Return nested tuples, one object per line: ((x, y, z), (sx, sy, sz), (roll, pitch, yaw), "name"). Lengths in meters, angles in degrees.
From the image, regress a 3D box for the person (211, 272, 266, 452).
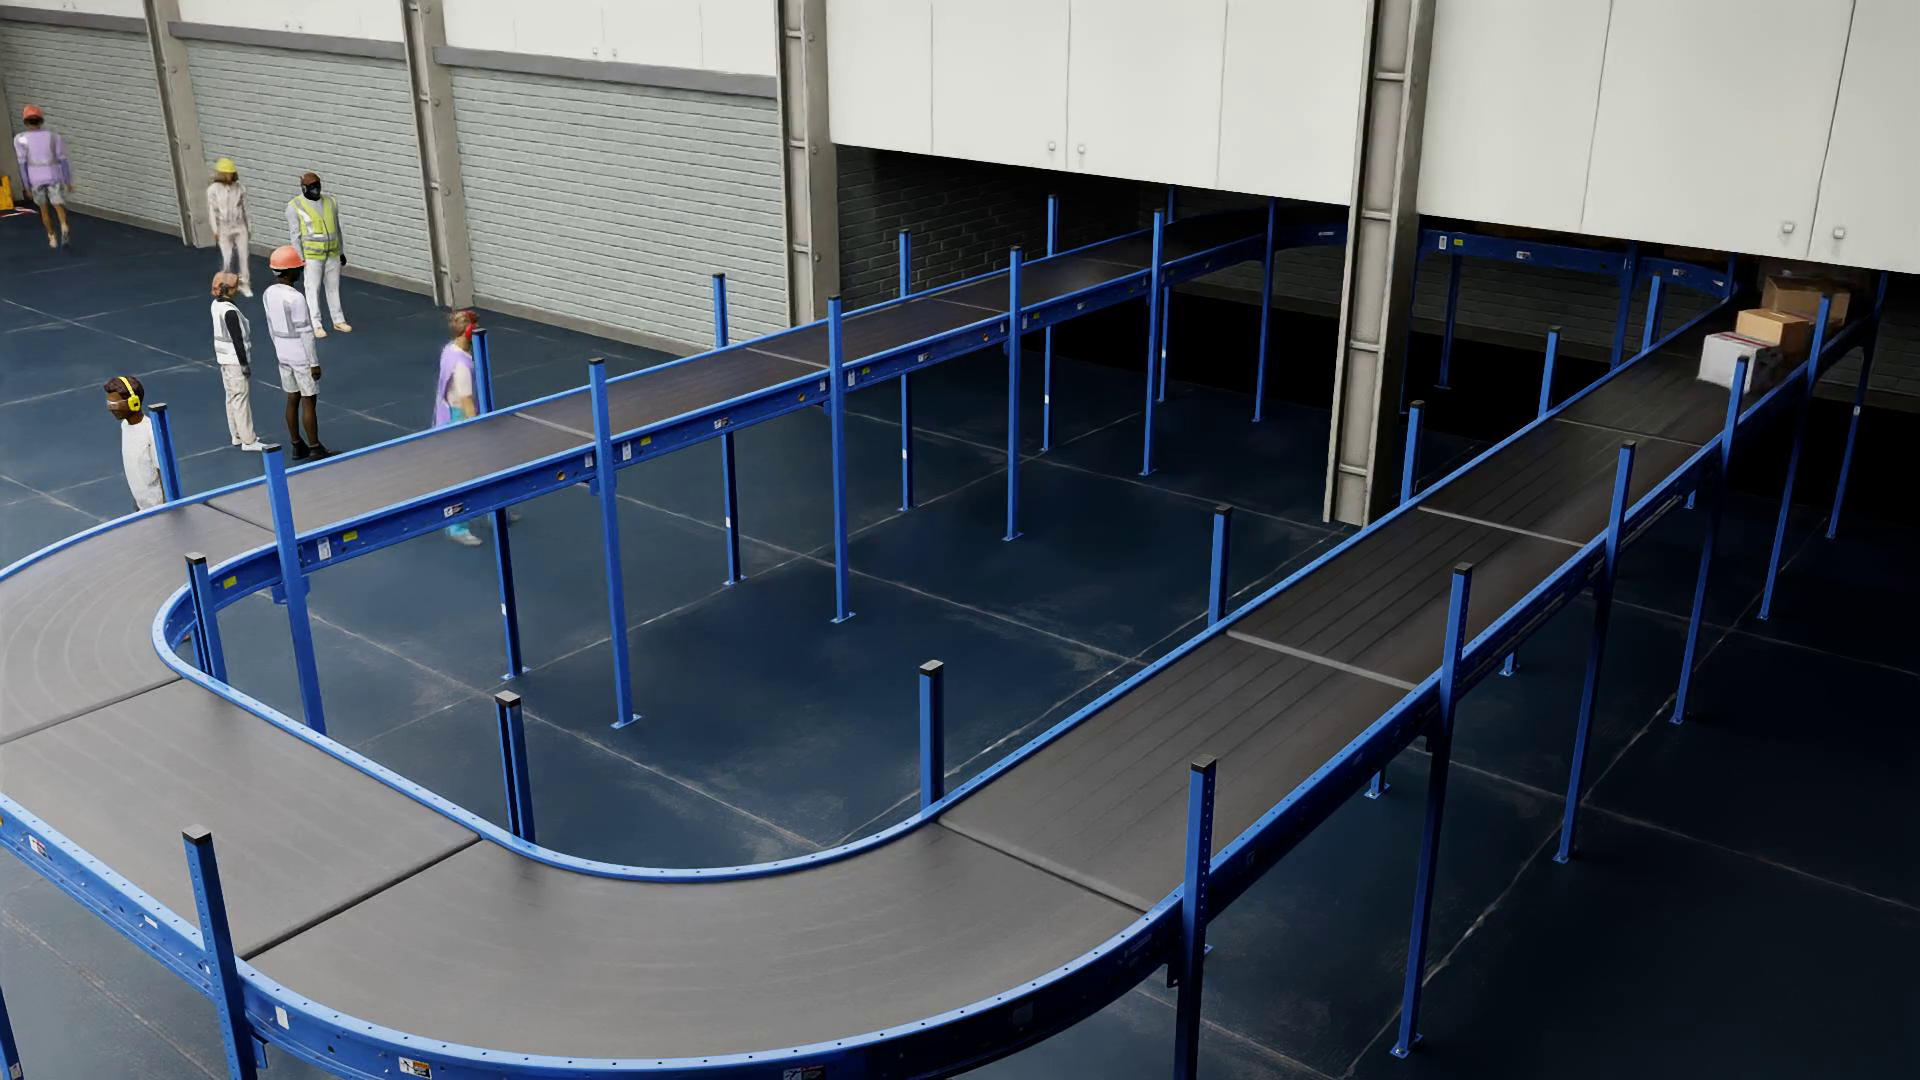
((-6.553, -1.612, 15.045), (0.311, 1.639, 0.513), (-16, 27, -35), "person")

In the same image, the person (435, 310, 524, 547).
((-3.747, -0.874, 12.931), (0.662, 1.811, 0.673), (-6, 22, -15), "person")

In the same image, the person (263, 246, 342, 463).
((-5.835, -1.627, 14.680), (0.543, 1.939, 0.360), (15, 26, 33), "person")

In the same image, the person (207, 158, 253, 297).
((-9.029, -3.871, 20.659), (0.501, 1.725, 0.392), (-16, 27, -35), "person")

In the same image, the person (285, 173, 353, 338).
((-7.276, -3.249, 18.932), (0.429, 1.844, 0.627), (16, 27, 35), "person")

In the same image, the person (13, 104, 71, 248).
((-12.818, -5.066, 23.316), (0.611, 2.022, 0.730), (-14, 26, -32), "person")

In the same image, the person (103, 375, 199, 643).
((-5.415, -0.211, 11.203), (0.520, 1.856, 0.340), (17, 27, 37), "person")
